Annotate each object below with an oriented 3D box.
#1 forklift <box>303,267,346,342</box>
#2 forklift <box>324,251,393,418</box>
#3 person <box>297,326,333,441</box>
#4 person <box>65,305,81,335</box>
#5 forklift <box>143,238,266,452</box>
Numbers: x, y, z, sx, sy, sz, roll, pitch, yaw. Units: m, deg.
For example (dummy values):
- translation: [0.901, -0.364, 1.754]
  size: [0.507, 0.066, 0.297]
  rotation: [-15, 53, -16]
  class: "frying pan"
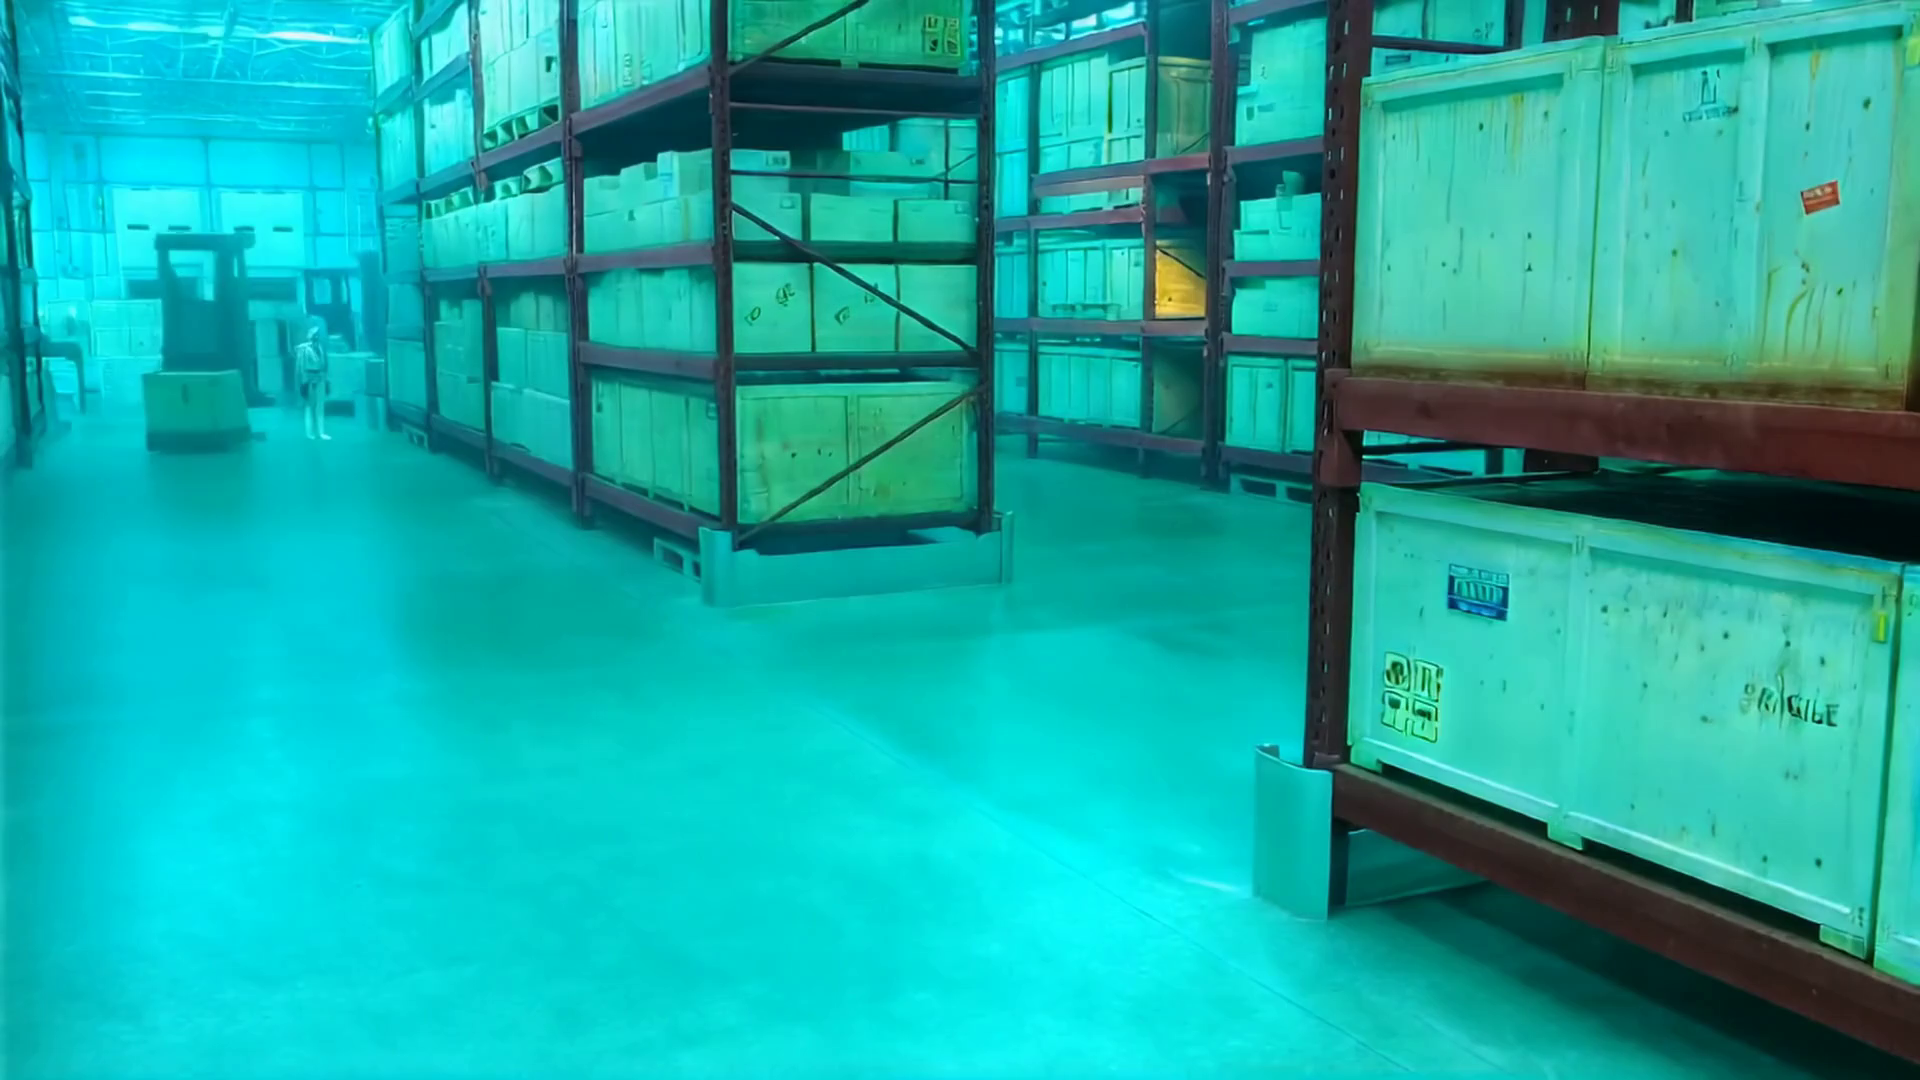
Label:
- translation: [-16.290, -5.598, 42.694]
  size: [1.129, 2.768, 1.873]
  rotation: [1, 8, 7]
  class: "forklift"
- translation: [-10.012, -3.539, 28.492]
  size: [1.873, 2.768, 1.129]
  rotation: [-5, 10, -32]
  class: "forklift"
- translation: [-9.198, -2.226, 23.692]
  size: [0.307, 1.641, 0.513]
  rotation: [4, 9, 23]
  class: "person"
- translation: [-20.412, -4.454, 38.193]
  size: [0.980, 1.905, 0.644]
  rotation: [-3, 9, -18]
  class: "person"
- translation: [-10.169, -2.635, 22.261]
  size: [1.129, 2.768, 1.873]
  rotation: [-1, 8, -10]
  class: "forklift"
